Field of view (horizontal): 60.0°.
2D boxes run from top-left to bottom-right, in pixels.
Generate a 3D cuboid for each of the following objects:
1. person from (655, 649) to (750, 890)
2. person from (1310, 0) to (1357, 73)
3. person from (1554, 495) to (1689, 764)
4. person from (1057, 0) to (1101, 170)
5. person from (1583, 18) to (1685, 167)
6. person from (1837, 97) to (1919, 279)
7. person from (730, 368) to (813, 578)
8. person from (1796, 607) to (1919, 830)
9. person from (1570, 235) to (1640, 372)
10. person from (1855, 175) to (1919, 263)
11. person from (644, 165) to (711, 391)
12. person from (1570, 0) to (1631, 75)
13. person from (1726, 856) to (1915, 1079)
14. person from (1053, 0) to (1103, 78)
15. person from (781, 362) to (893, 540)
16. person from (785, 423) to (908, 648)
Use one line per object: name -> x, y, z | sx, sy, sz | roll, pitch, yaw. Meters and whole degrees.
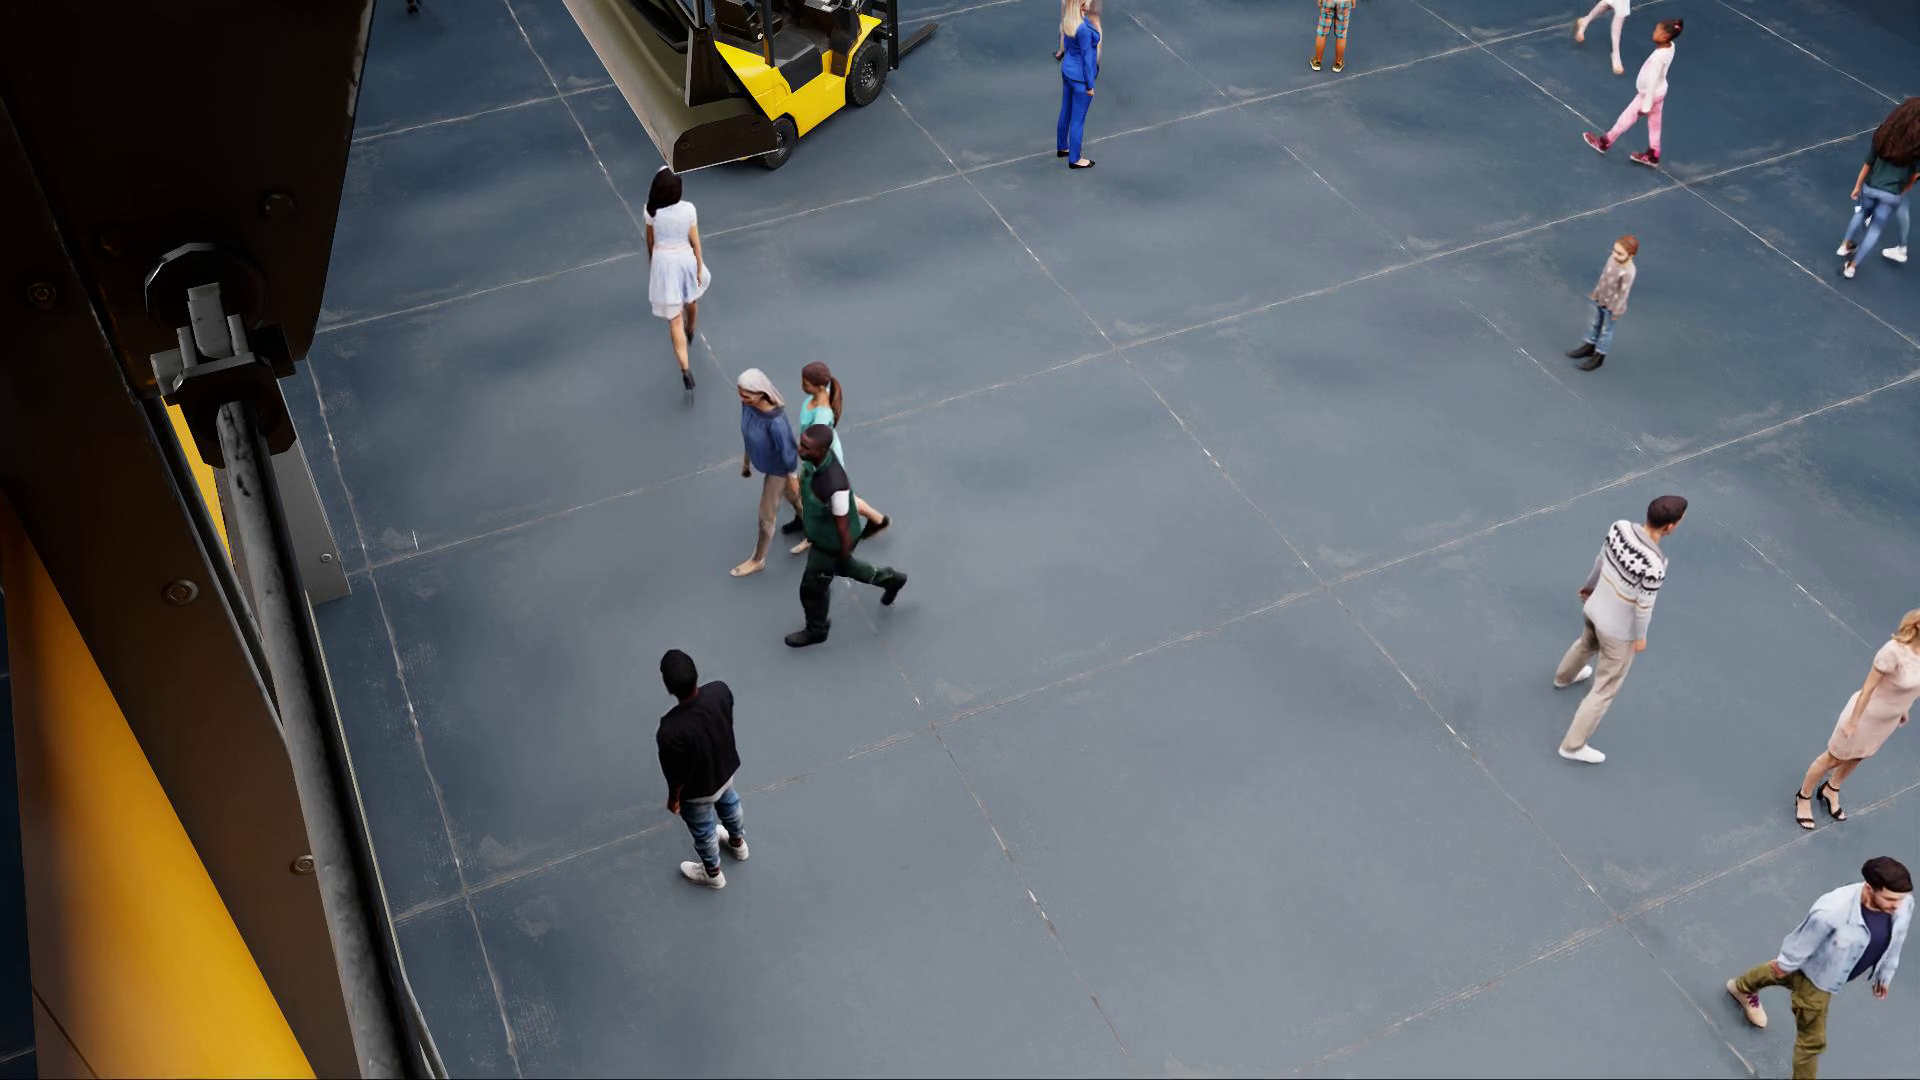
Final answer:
person -> -1.426, 1.284, 9.266 | 0.786, 1.802, 0.785 | 25, 49, 24
person -> 3.740, -5.355, 16.482 | 0.601, 1.461, 0.637 | 6, 44, 7
person -> 3.963, 0.450, 10.127 | 1.105, 1.822, 0.870 | -6, 44, -6
person -> 1.054, -4.192, 15.088 | 0.676, 1.701, 0.490 | -16, 46, -16
person -> 6.369, -4.060, 15.153 | 1.029, 1.419, 0.850 | 26, 50, 25
person -> 7.653, -2.868, 13.770 | 0.794, 1.601, 0.802 | 27, 50, 25
person -> -1.157, -0.522, 11.265 | 0.722, 1.659, 0.912 | -23, 48, -22
person -> 5.249, 0.992, 9.560 | 0.605, 1.819, 0.554 | -10, 44, -10
person -> 5.106, -1.882, 13.030 | 0.568, 1.193, 0.447 | -11, 45, -11
person -> 8.088, -3.127, 14.041 | 0.798, 1.602, 1.158 | -7, 44, -7
person -> -2.164, -1.970, 12.701 | 0.838, 1.775, 1.266 | -9, 44, -9
person -> 6.525, -5.587, 16.513 | 0.579, 1.754, 1.071 | -19, 47, -19
person -> 4.347, 2.095, 8.448 | 0.763, 1.755, 1.221 | -13, 45, -13
person -> 1.289, -5.349, 16.287 | 0.662, 1.721, 0.873 | -23, 48, -22
person -> -0.854, -0.579, 11.410 | 0.873, 1.542, 1.033 | -2, 44, -2
person -> -0.738, -0.046, 10.656 | 0.787, 1.810, 1.072 | -15, 46, -15
